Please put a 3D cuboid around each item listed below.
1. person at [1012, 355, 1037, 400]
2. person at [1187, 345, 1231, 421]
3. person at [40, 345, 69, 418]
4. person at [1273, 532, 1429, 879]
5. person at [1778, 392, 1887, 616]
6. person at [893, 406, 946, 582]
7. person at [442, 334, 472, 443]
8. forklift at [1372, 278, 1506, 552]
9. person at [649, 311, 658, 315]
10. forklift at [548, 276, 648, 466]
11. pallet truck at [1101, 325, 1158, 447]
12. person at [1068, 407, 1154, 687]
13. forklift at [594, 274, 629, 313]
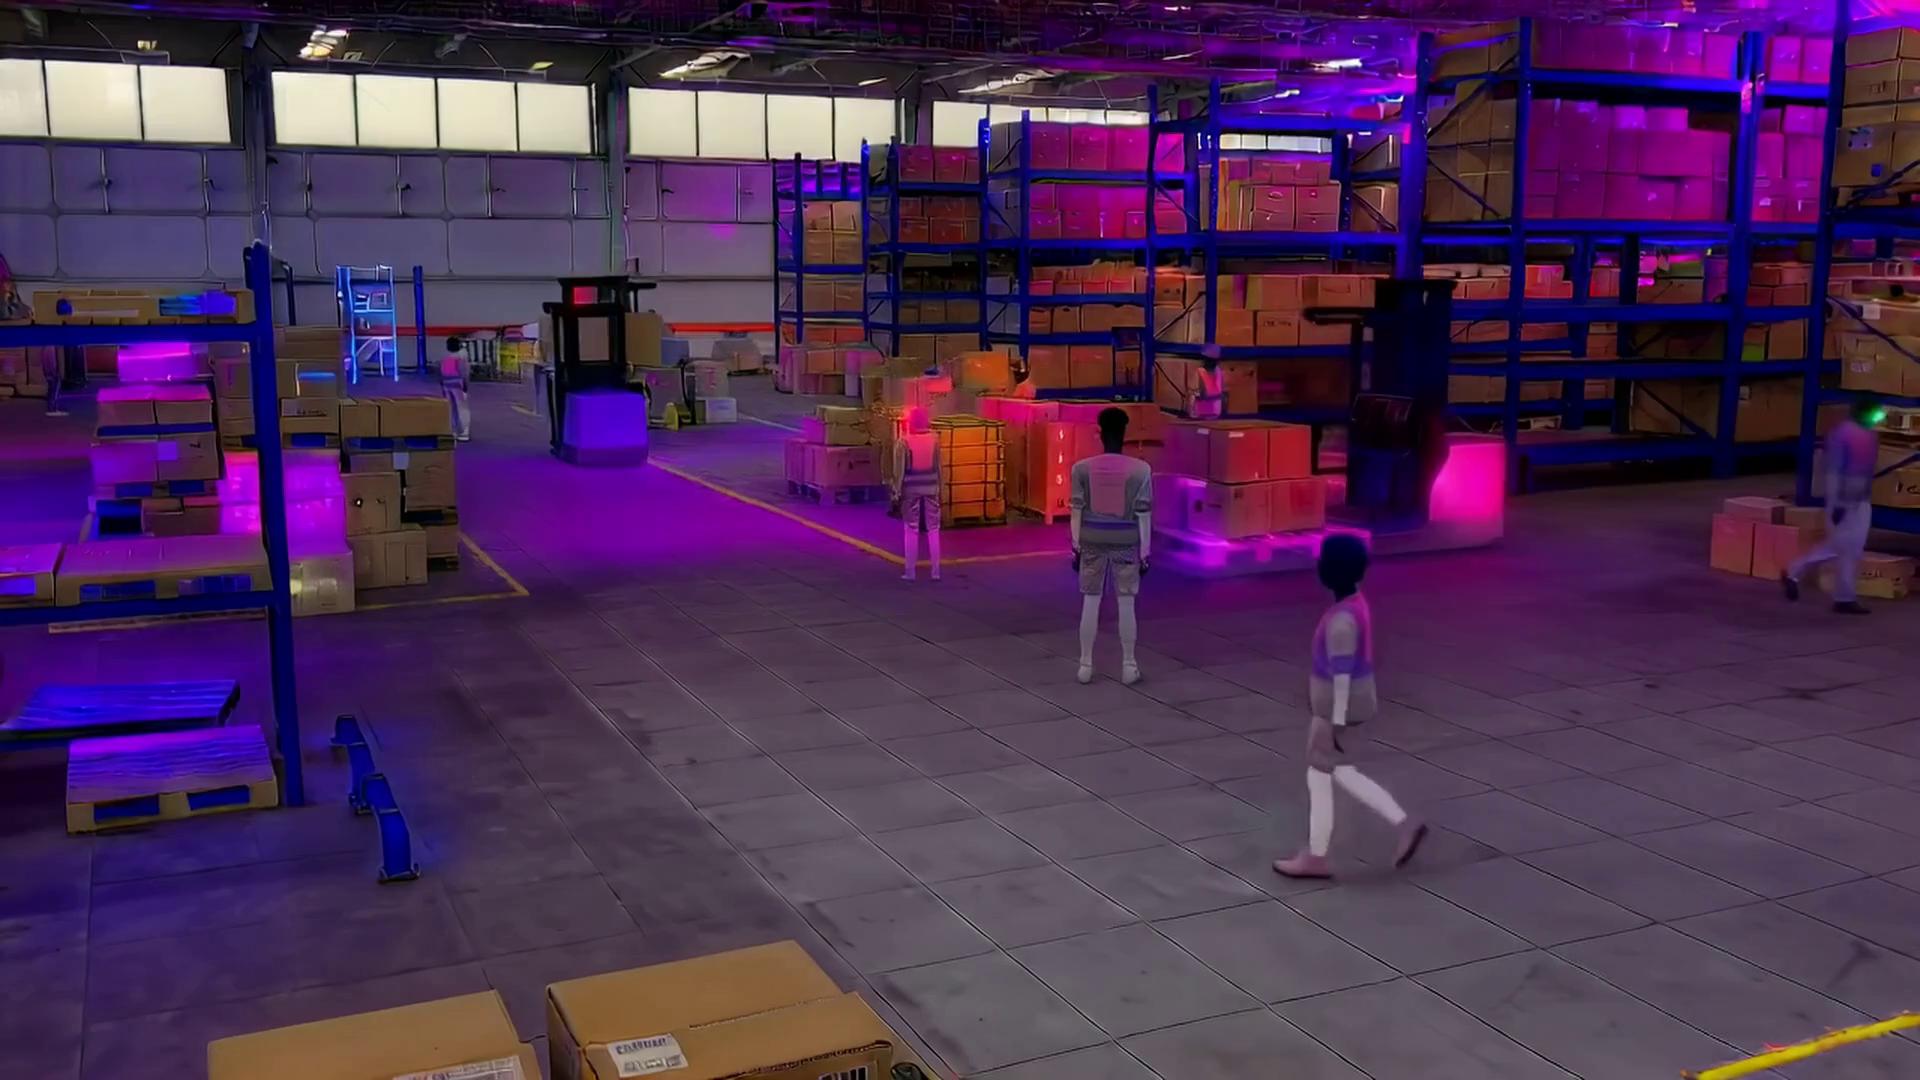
[{"bbox_3d":[0.799,-1.378,20.768,0.309,1.868,0.535,-3,10,-17],"label":"person"},{"bbox_3d":[3.469,-1.777,23.196,0.581,1.889,0.998,-4,10,-24],"label":"person"},{"bbox_3d":[-18.042,-3.387,33.071,0.362,1.929,0.629,-2,9,-10],"label":"person"},{"bbox_3d":[1.852,0.797,7.833,0.628,1.682,0.542,4,10,22],"label":"person"},{"bbox_3d":[7.487,-0.322,14.170,0.668,1.897,0.660,-6,11,-34],"label":"person"},{"bbox_3d":[-0.378,-0.428,15.573,0.513,1.642,0.311,-3,10,-18],"label":"person"},{"bbox_3d":[-8.571,-2.572,28.265,0.632,1.842,0.429,6,11,33],"label":"person"},{"bbox_3d":[4.769,-1.374,17.612,1.873,2.768,1.129,-4,10,-25],"label":"forklift"},{"bbox_3d":[-7.964,-4.914,42.589,0.880,1.909,0.541,-6,11,-32],"label":"person"},{"bbox_3d":[-5.538,-2.609,25.272,1.129,2.768,1.873,-5,10,-26],"label":"forklift"},{"bbox_3d":[2.881,-2.596,27.923,0.823,1.965,1.885,-1,9,-7],"label":"pallet truck"},{"bbox_3d":[1.056,0.048,11.660,0.604,1.957,0.386,2,9,15],"label":"person"},{"bbox_3d":[-8.882,-5.400,42.590,1.873,2.768,1.129,5,11,30],"label":"forklift"}]
